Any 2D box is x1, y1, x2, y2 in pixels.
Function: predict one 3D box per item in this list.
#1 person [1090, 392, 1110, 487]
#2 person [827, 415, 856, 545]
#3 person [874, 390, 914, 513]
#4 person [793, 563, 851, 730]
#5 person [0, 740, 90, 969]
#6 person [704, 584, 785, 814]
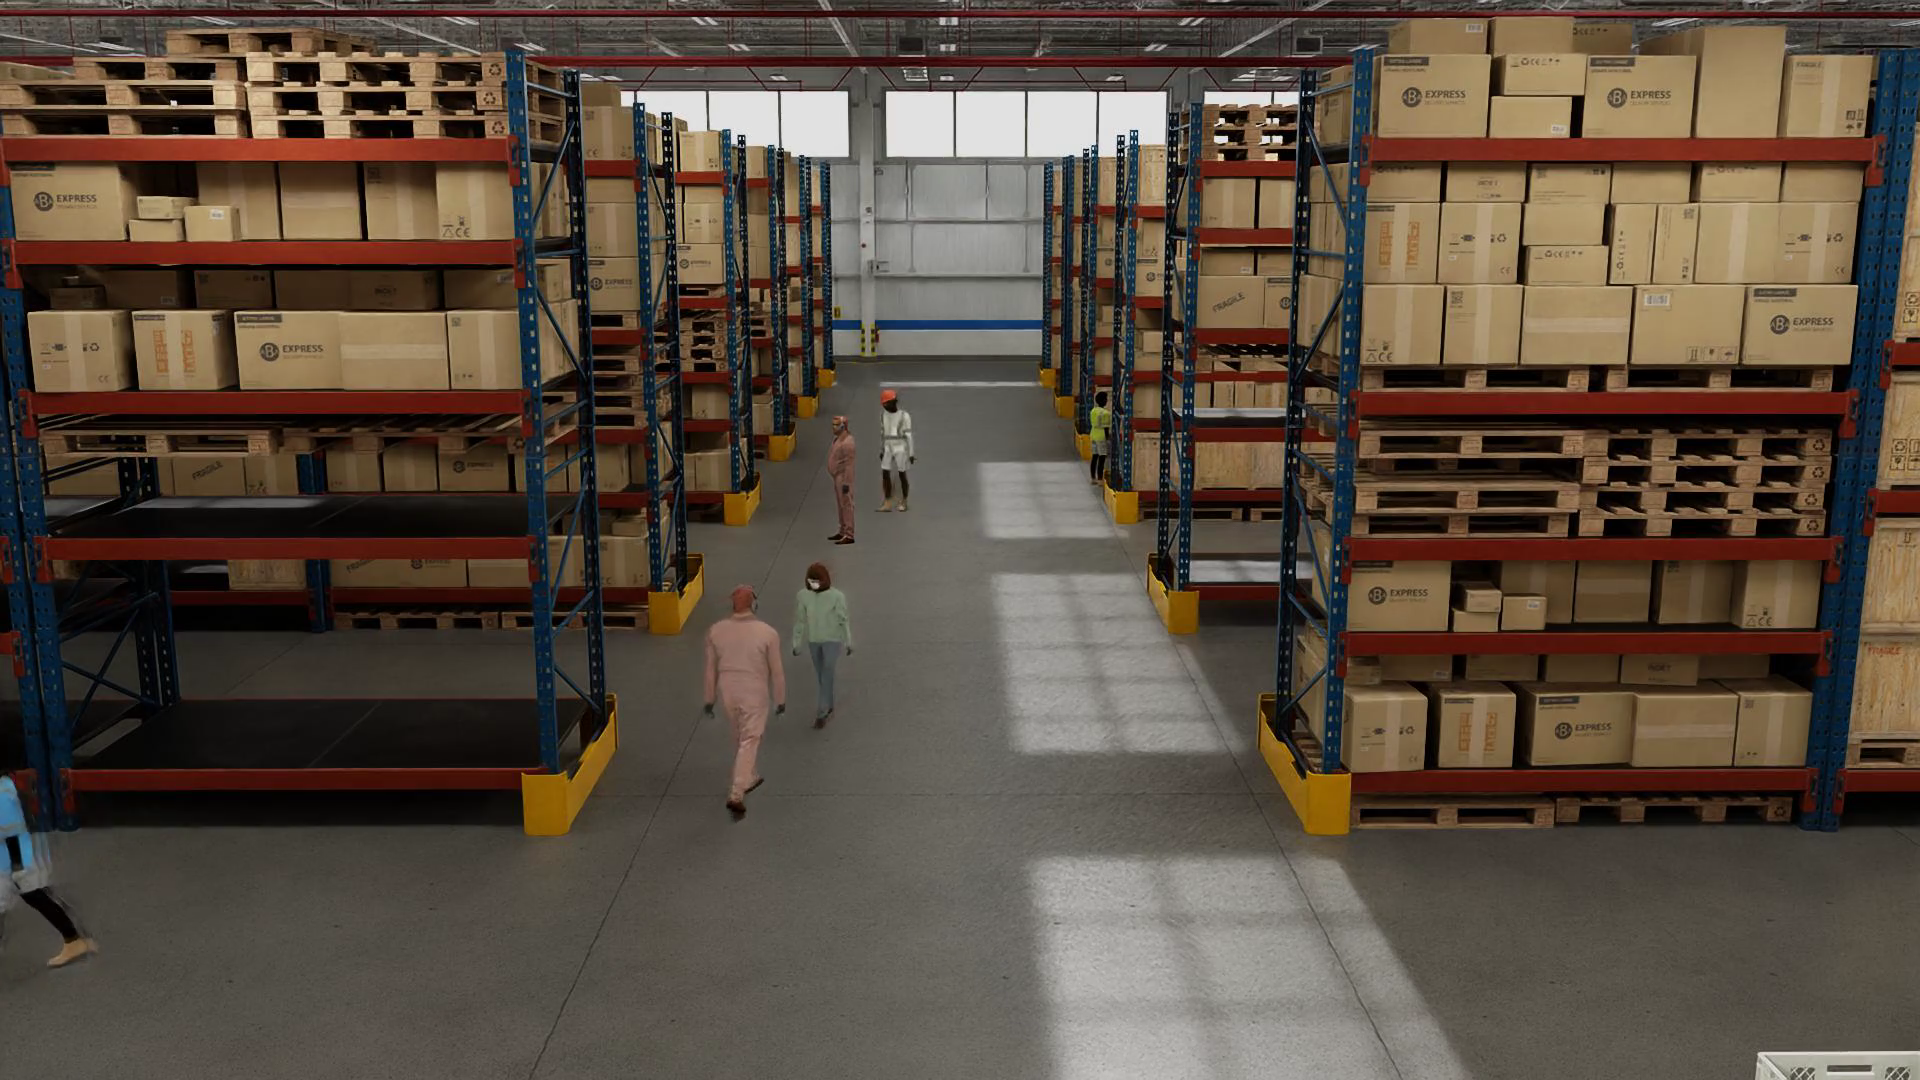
[{"bbox_3d":[2.490,-1.792,29.547,0.318,1.690,0.527,-5,13,-25],"label":"person"},{"bbox_3d":[-1.756,-0.893,24.548,0.405,1.911,0.636,-4,12,-18],"label":"person"},{"bbox_3d":[-1.093,-1.416,26.911,0.749,1.995,0.811,8,14,33],"label":"person"},{"bbox_3d":[-1.343,1.003,15.916,0.528,1.586,0.810,4,12,19],"label":"person"},{"bbox_3d":[-6.117,2.042,10.659,0.894,1.652,0.537,-7,13,-30],"label":"person"},{"bbox_3d":[-1.809,1.304,13.797,0.676,1.872,0.935,3,12,16],"label":"person"}]
